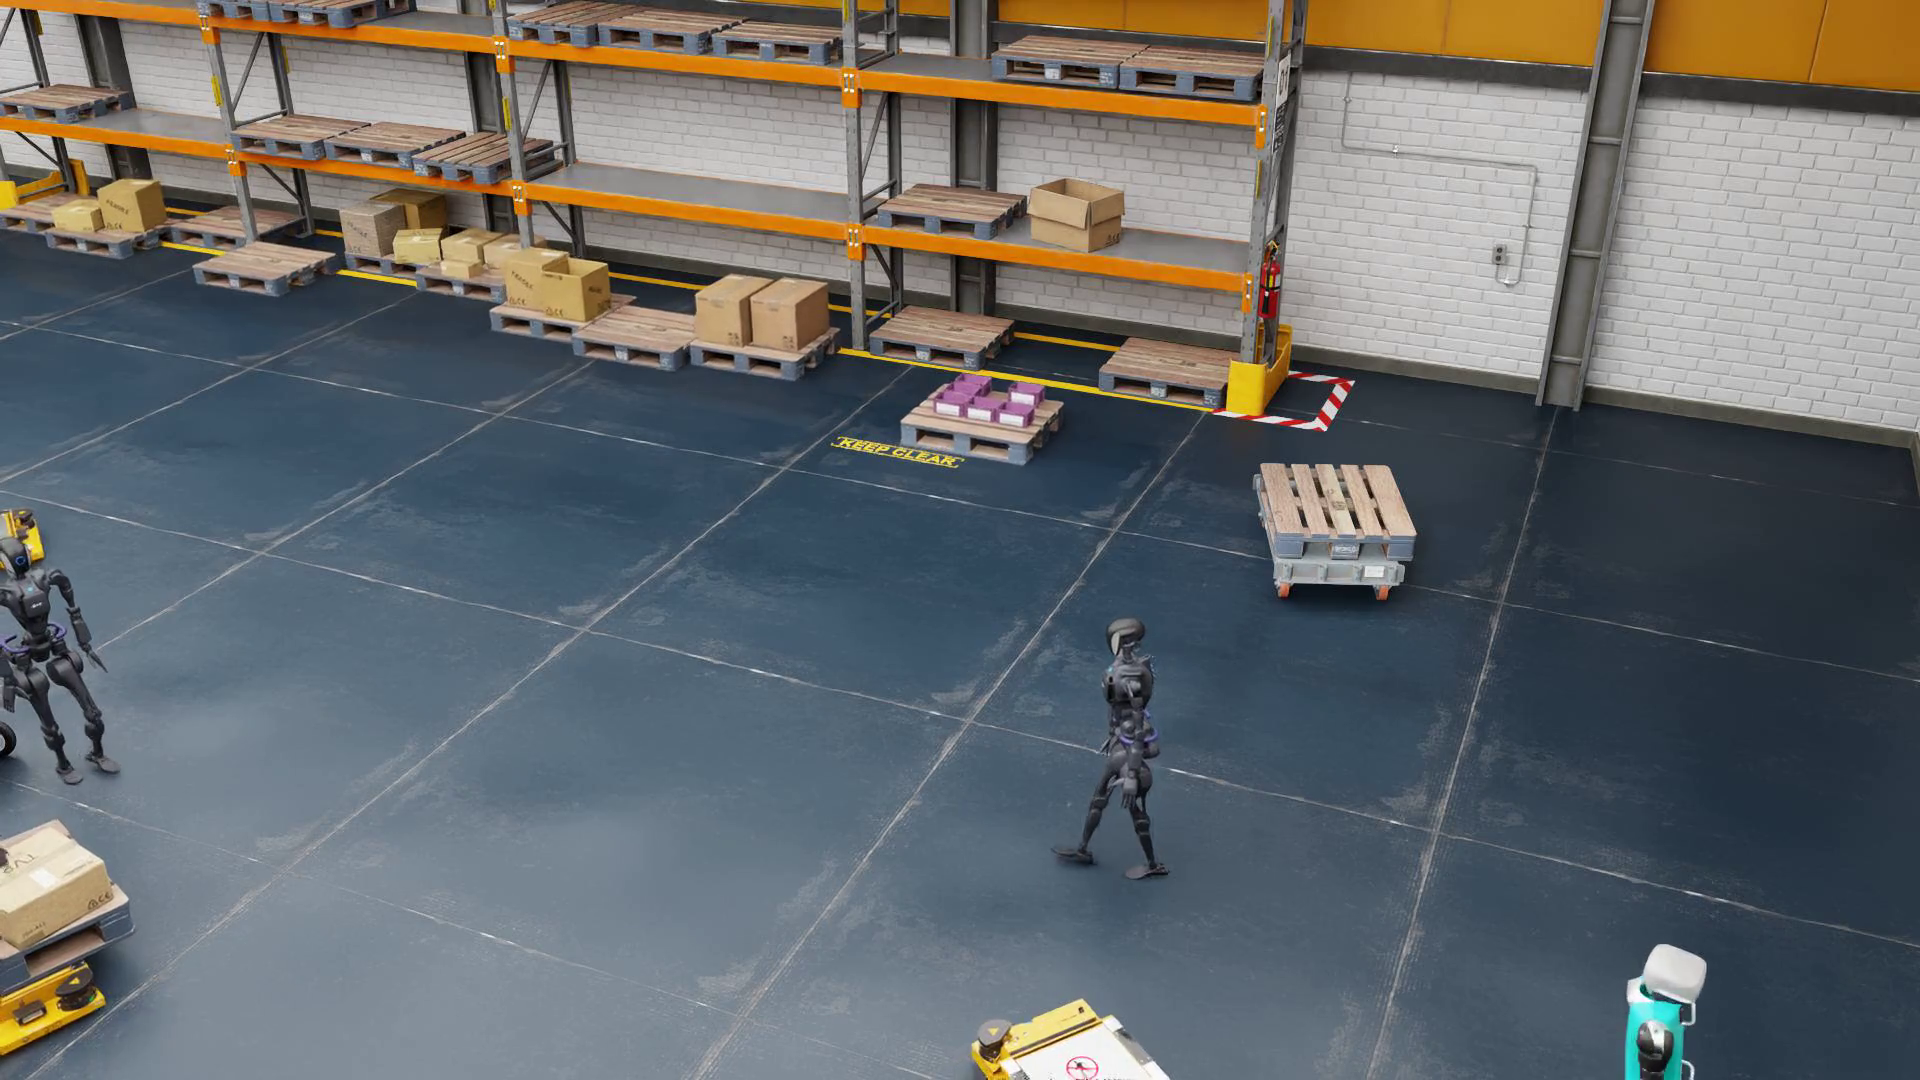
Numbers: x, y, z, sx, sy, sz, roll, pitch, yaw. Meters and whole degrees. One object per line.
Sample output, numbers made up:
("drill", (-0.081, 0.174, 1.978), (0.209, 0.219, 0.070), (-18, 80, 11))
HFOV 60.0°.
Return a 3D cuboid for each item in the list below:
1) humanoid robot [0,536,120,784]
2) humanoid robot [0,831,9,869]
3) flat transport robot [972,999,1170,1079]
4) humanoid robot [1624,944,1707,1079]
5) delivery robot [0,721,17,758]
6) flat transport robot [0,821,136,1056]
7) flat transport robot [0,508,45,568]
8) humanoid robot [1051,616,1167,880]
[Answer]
("humanoid robot", (-5.478, 0.733, 9.967), (0.352, 1.650, 0.590), (19, 33, 32))
("humanoid robot", (-5.133, 1.493, 8.505), (0.615, 1.644, 0.403), (15, 31, 26))
("flat transport robot", (0.685, 2.680, 7.735), (0.659, 0.231, 1.431), (-14, 31, -26))
("humanoid robot", (2.912, 2.411, 6.633), (0.708, 1.754, 0.546), (11, 29, 20))
("delivery robot", (-6.291, 1.238, 10.216), (0.774, 0.592, 0.499), (-1, 27, -2))
("flat transport robot", (-5.087, 2.185, 8.695), (1.431, 0.231, 0.659), (24, 36, 39))
("flat transport robot", (-7.838, 0.117, 12.705), (1.431, 0.231, 0.659), (-16, 31, -28))
("humanoid robot", (0.857, 1.173, 9.143), (0.669, 1.637, 0.611), (-4, 27, -7))
